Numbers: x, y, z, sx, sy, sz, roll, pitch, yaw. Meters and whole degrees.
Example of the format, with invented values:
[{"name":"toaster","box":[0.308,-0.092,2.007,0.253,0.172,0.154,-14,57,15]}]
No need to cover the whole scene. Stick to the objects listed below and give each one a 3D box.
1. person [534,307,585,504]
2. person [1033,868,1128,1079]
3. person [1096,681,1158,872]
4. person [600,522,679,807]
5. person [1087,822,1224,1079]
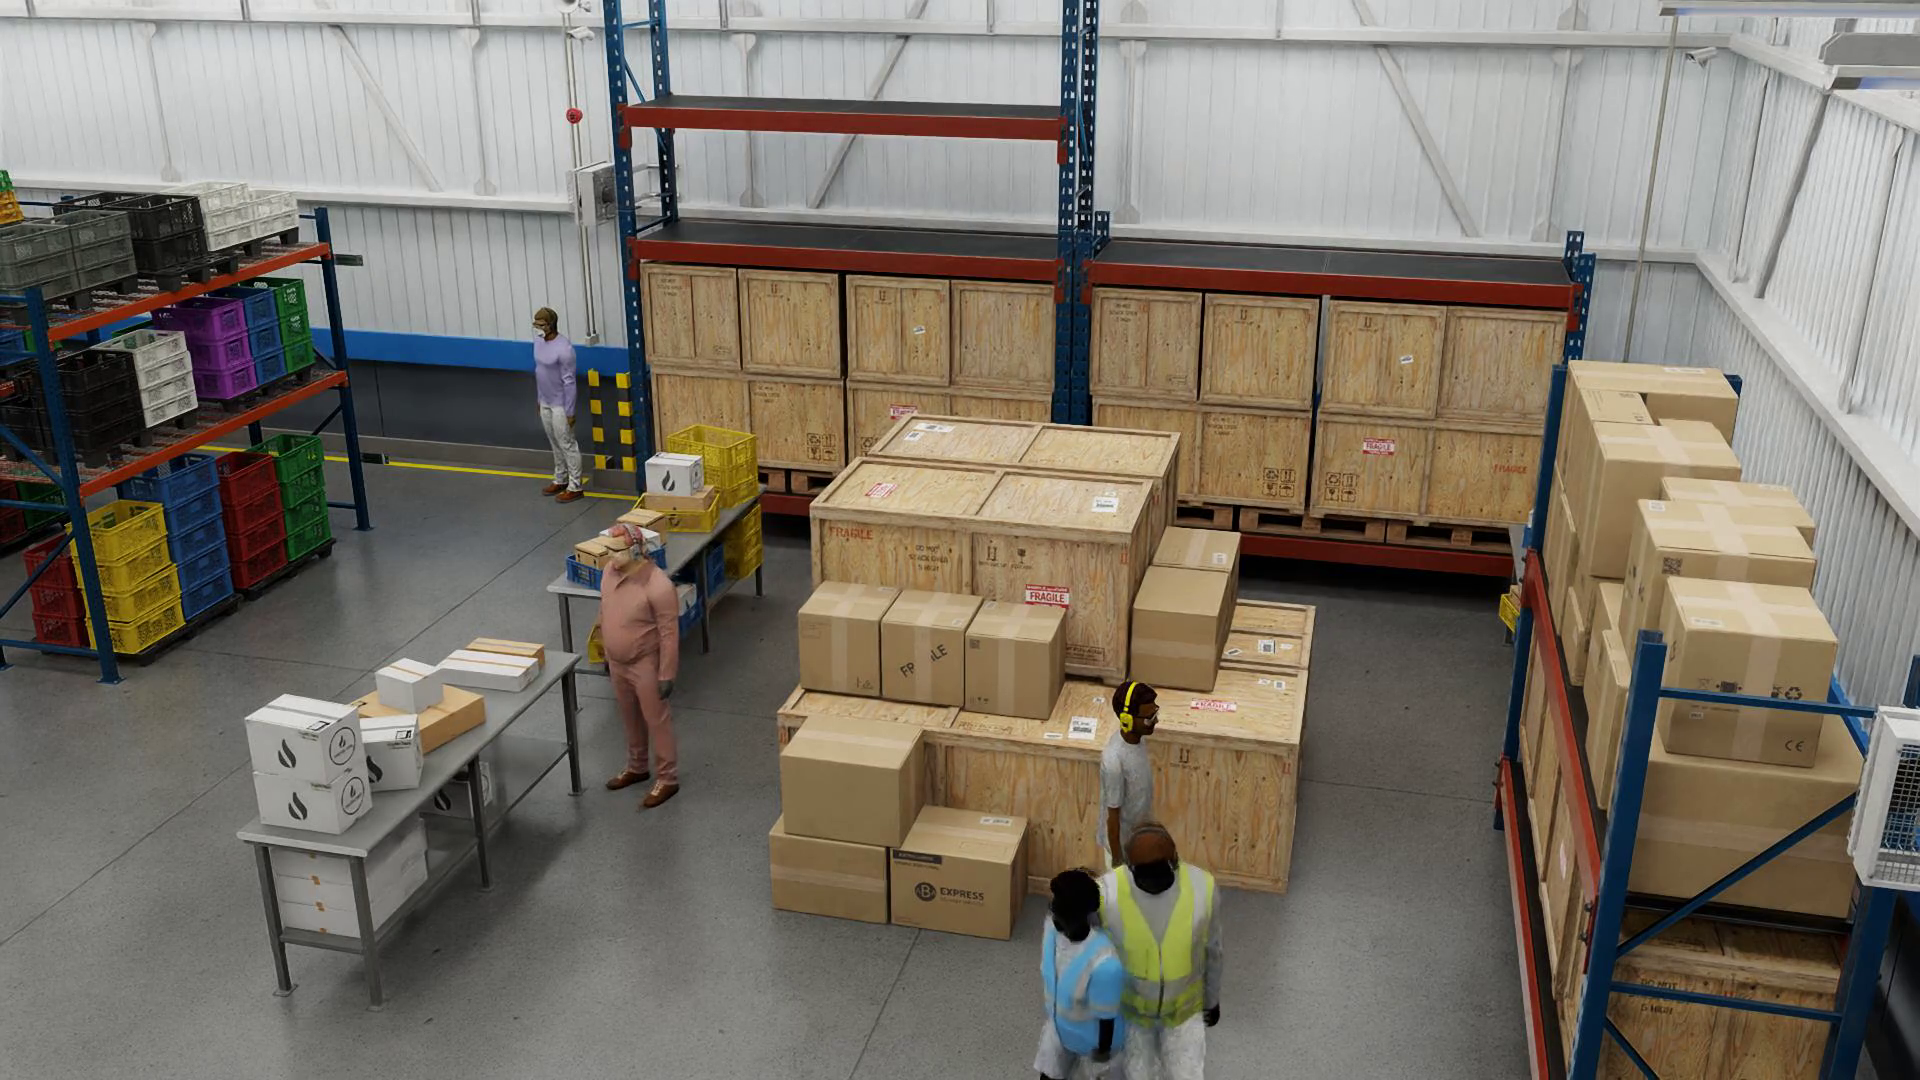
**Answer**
[{"name":"person","box":[-3.909,-1.320,16.162,0.363,1.932,0.629,-17,27,-38]},{"name":"person","box":[0.606,2.149,7.444,0.771,1.664,0.533,-15,26,-34]},{"name":"person","box":[0.877,1.588,8.629,0.328,1.872,0.510,6,22,16]},{"name":"person","box":[-2.083,0.788,10.672,0.652,1.906,0.402,17,26,37]},{"name":"person","box":[0.856,2.070,7.435,0.649,1.822,0.485,-1,21,-2]}]
